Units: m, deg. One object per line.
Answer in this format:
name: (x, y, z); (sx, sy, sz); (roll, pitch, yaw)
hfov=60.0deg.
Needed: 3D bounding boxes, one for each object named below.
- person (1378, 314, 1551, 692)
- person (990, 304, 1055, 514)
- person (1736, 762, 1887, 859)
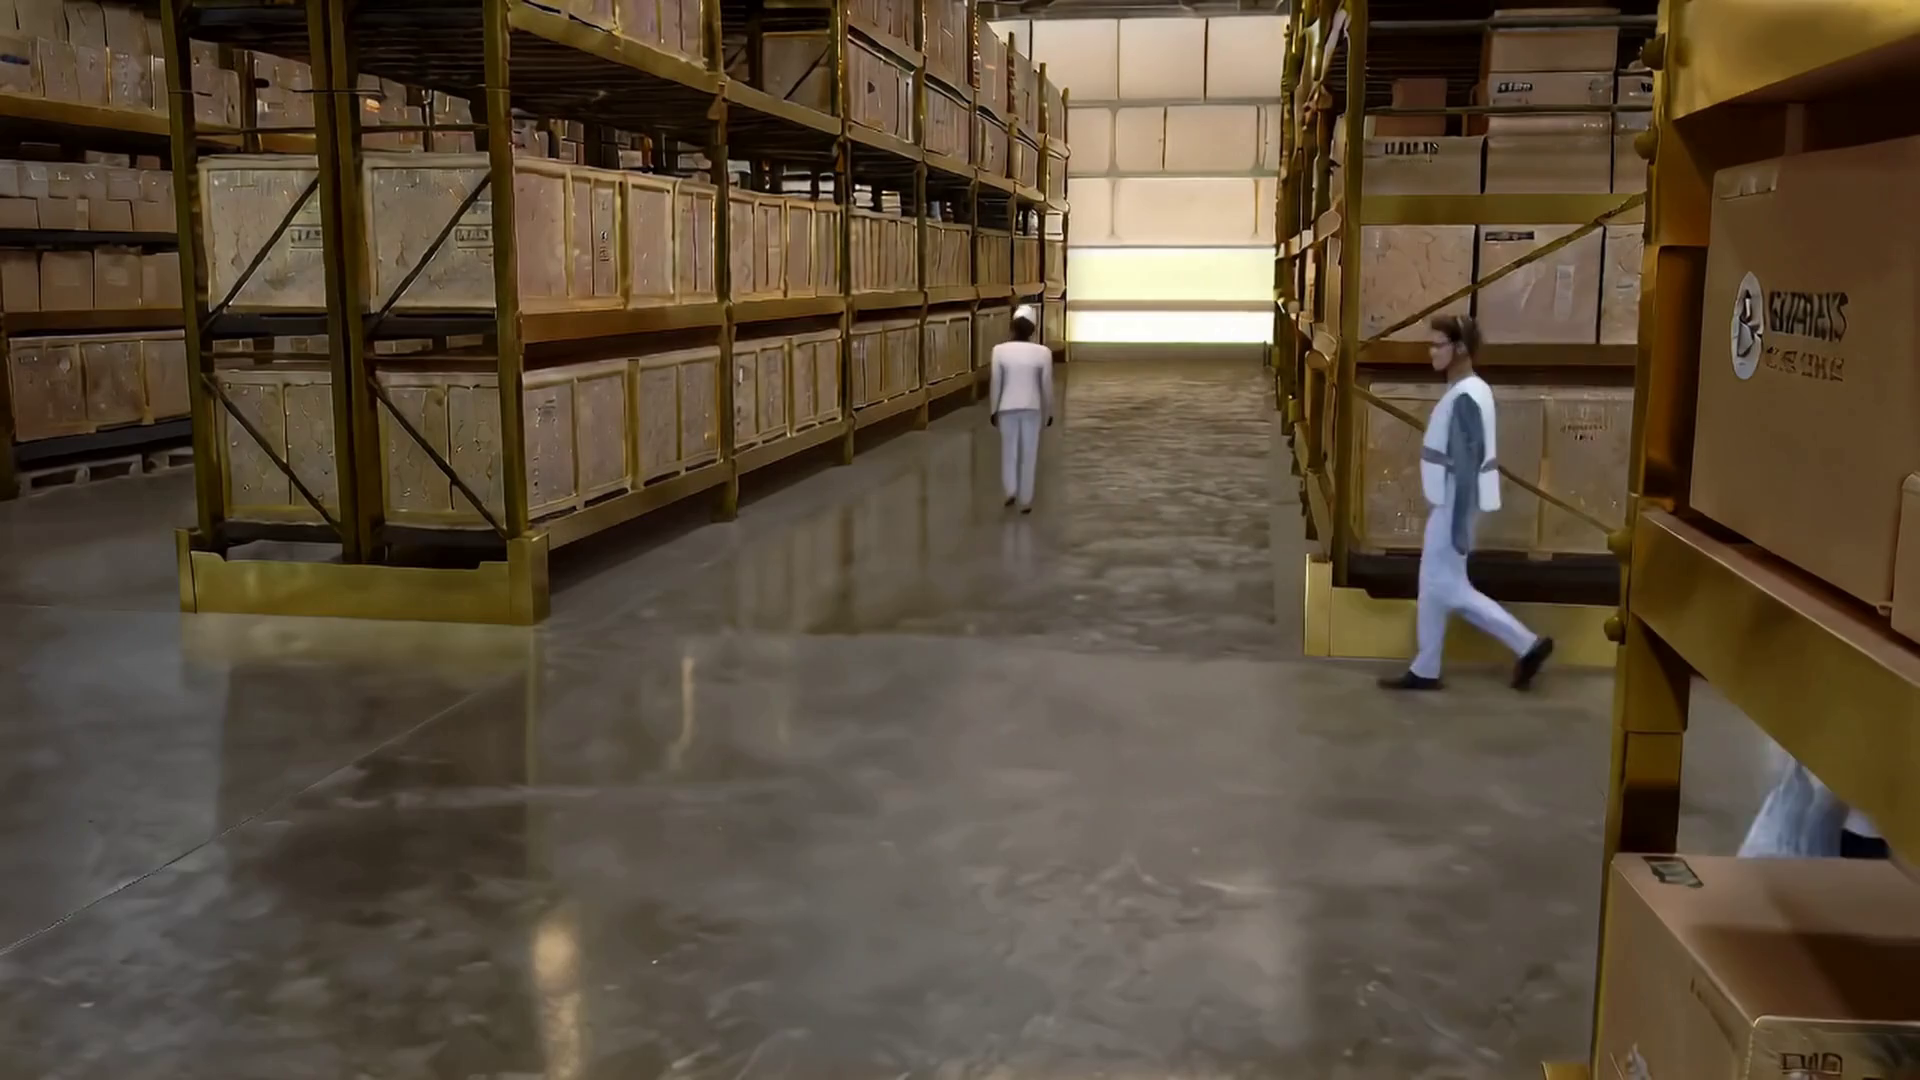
person: (2.409, -0.153, 7.878); (0.691, 1.827, 0.564); (2, 9, 12)
person: (0.535, -1.109, 14.070); (0.543, 1.745, 0.599); (1, 9, 9)
person: (1.767, 0.463, 3.469); (0.824, 2.018, 0.637); (1, 9, 5)
